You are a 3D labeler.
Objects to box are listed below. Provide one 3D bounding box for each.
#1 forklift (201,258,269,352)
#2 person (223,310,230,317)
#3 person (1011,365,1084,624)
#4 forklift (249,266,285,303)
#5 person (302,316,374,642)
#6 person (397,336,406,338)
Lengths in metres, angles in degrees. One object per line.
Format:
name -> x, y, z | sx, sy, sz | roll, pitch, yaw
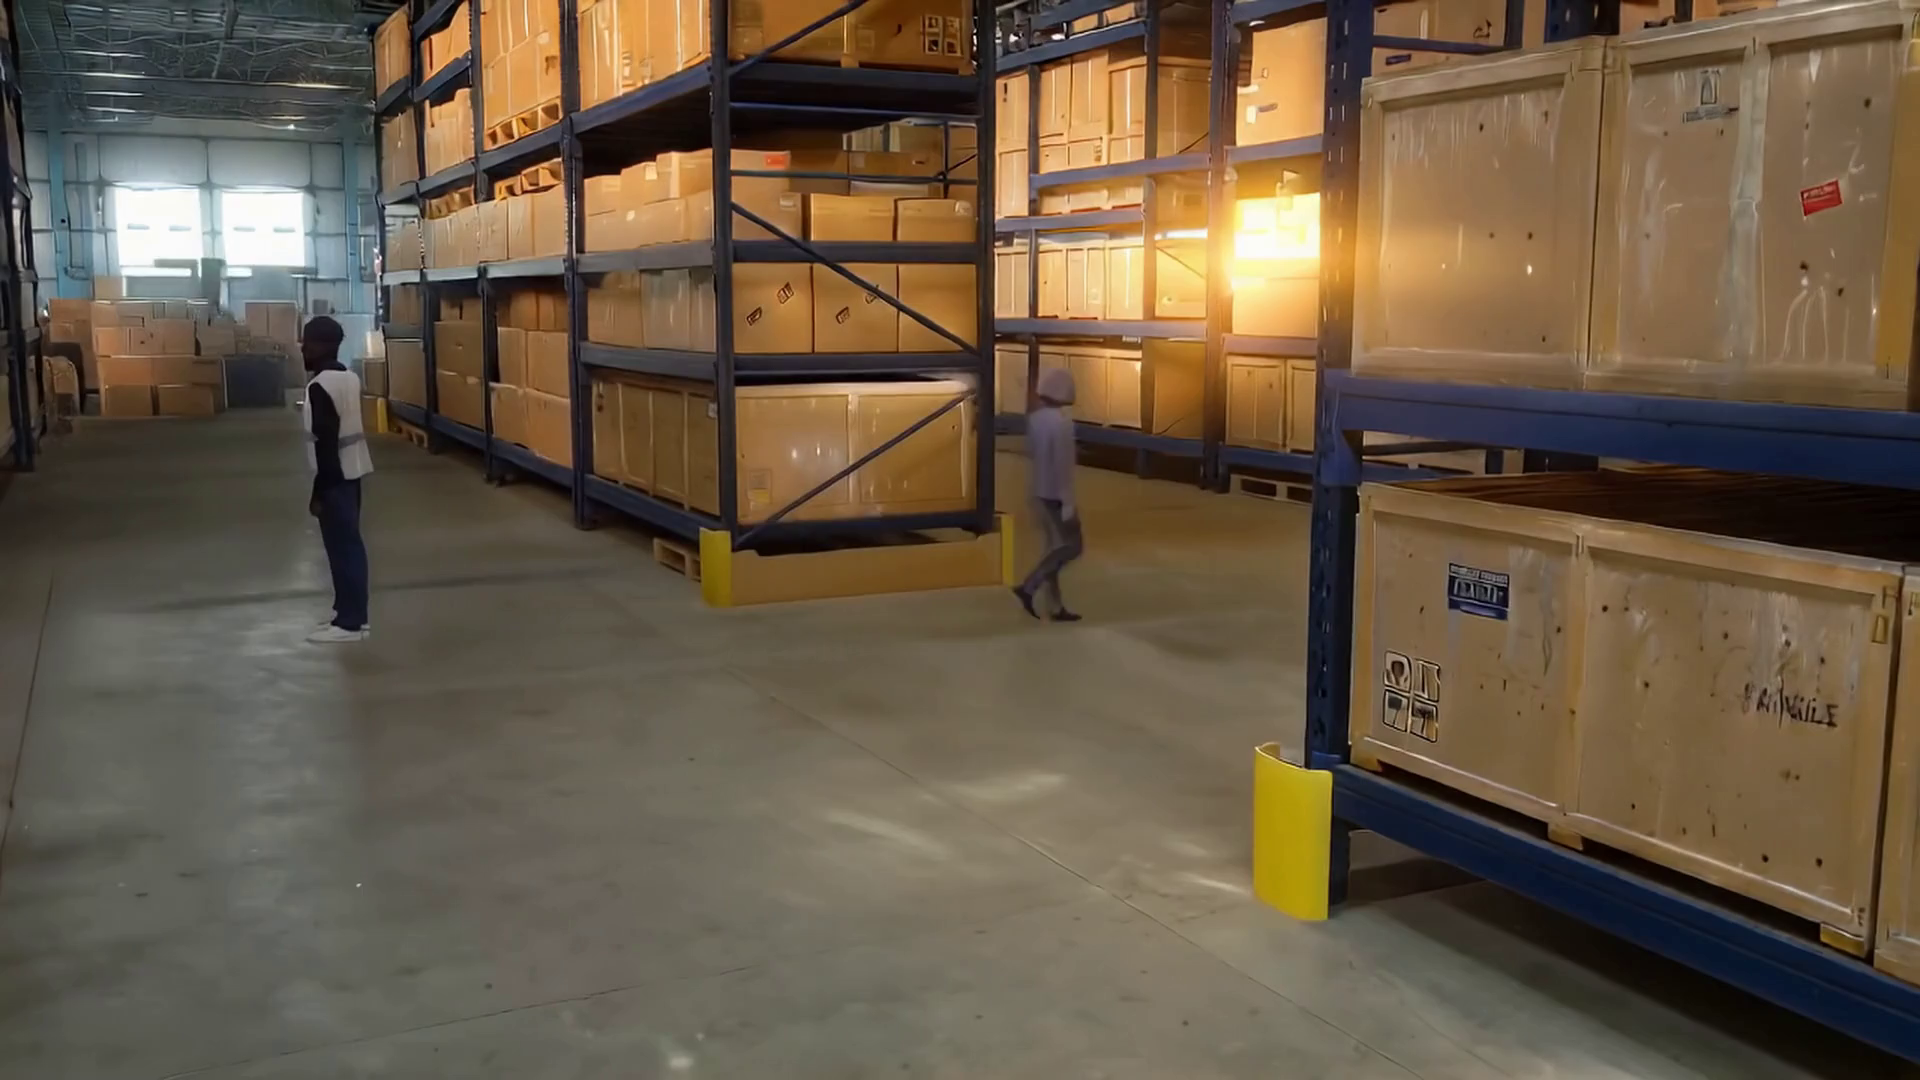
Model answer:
forklift -> -14.838, -4.218, 33.174 | 1.873, 2.768, 1.129 | -4, 9, -27
person -> -23.300, -6.539, 52.466 | 0.651, 1.918, 0.454 | 5, 10, 31
person -> 0.546, -0.260, 10.196 | 0.467, 1.619, 0.506 | -4, 9, -25
forklift -> -17.035, -5.357, 41.029 | 1.873, 2.768, 1.129 | 2, 8, 11
person -> -3.690, -0.356, 9.841 | 0.393, 1.920, 0.591 | -1, 8, -6
person -> -9.259, -3.006, 28.155 | 0.614, 1.922, 0.645 | -4, 9, -24
